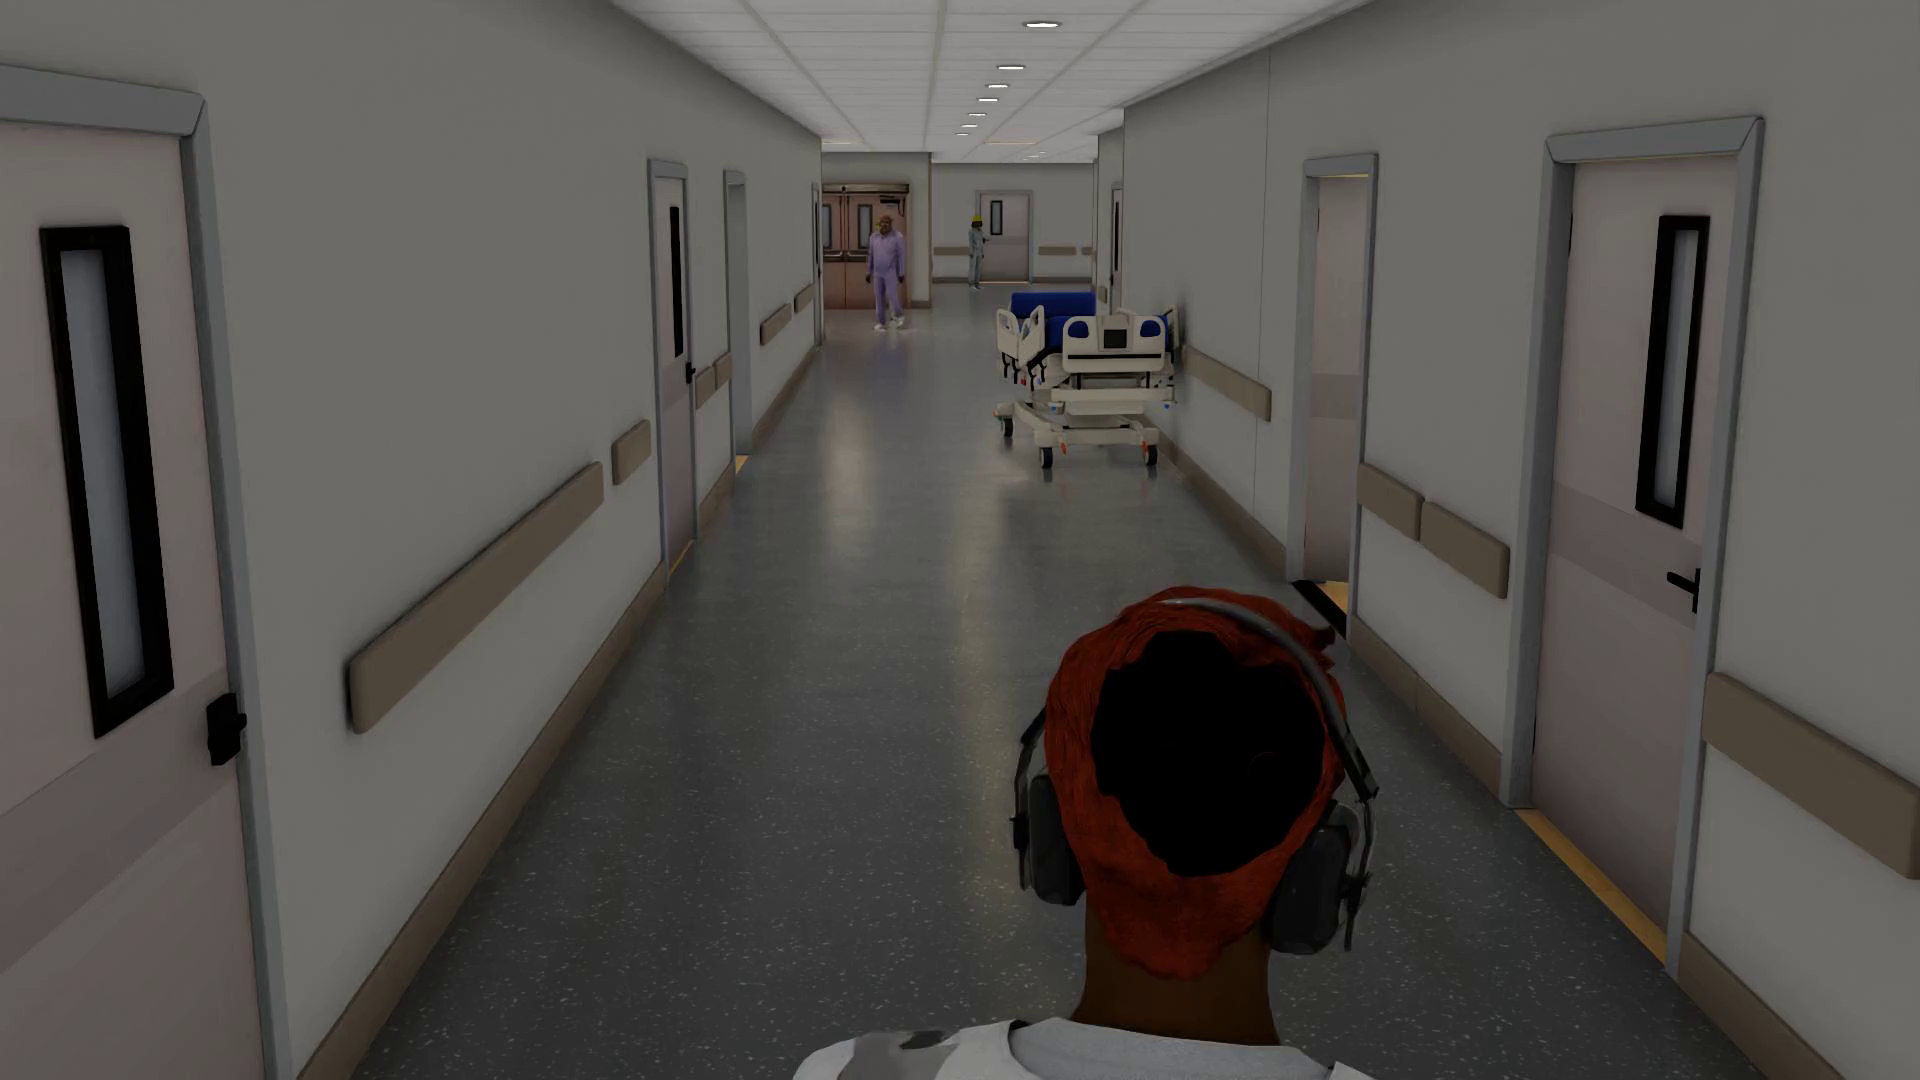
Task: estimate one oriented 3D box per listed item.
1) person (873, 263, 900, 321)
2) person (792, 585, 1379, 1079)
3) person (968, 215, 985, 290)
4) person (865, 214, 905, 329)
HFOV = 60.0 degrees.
[{"bbox_3d":[-1.285,-4.673,29.256,0.511,1.638,0.308,-3,12,-15],"label":"person"},{"bbox_3d":[0.153,0.956,1.234,0.583,1.881,0.375,3,12,16],"label":"person"},{"bbox_3d":[0.399,-6.777,39.239,0.290,1.746,0.487,9,14,36],"label":"person"},{"bbox_3d":[-1.231,-4.399,27.315,0.667,1.895,0.419,6,13,26],"label":"person"}]
